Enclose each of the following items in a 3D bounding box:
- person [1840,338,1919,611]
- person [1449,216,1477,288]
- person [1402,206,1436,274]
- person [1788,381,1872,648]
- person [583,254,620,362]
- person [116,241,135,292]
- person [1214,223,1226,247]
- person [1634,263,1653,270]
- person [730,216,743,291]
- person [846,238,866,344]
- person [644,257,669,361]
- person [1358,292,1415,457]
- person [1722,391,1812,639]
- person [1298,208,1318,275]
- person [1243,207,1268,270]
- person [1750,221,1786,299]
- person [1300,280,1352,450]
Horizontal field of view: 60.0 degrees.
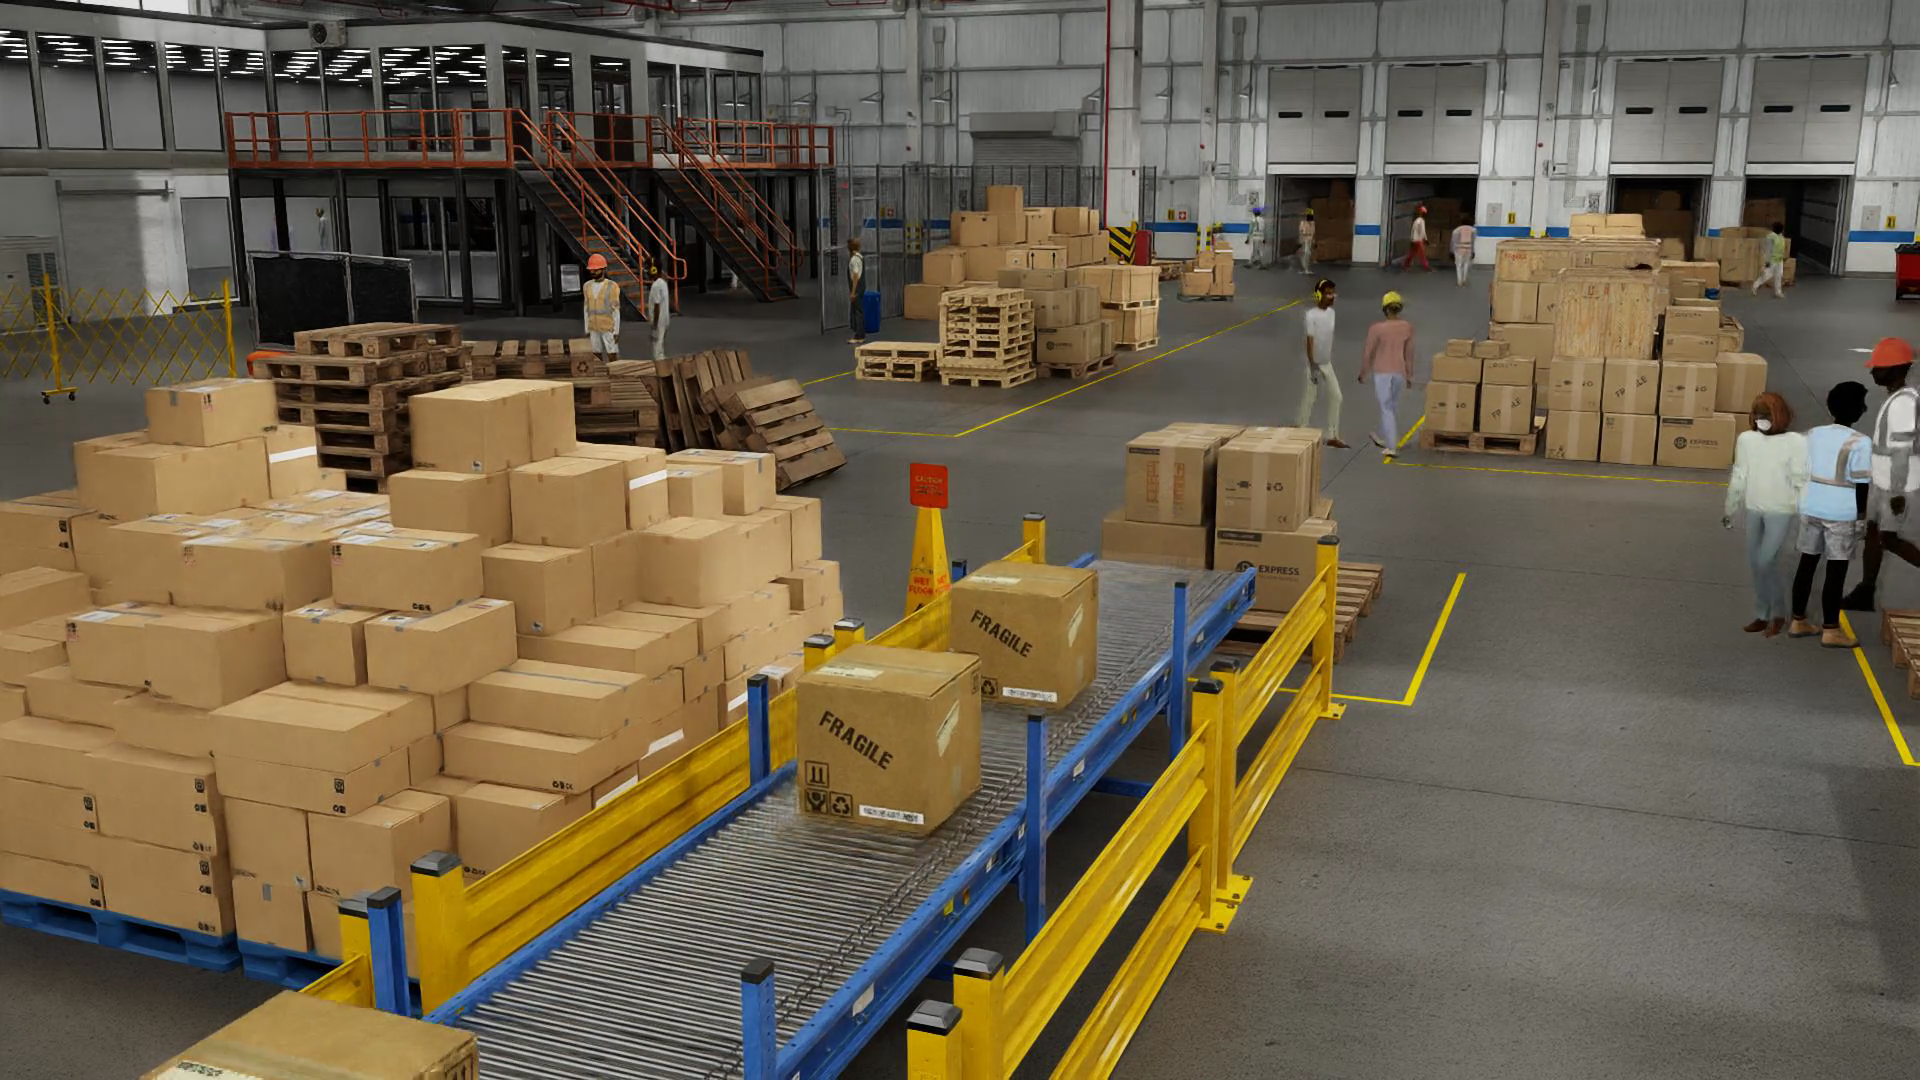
[{"bbox_3d":[6.393,-0.403,11.204,0.742,1.911,0.556,6,14,26],"label":"person"},{"bbox_3d":[12.949,-7.453,43.005,0.654,1.819,0.756,-1,13,-3],"label":"person"},{"bbox_3d":[13.443,-8.764,48.623,1.024,1.940,0.623,7,14,27],"label":"person"},{"bbox_3d":[5.557,-0.164,10.598,0.322,1.697,0.533,-4,13,-16],"label":"person"},{"bbox_3d":[-4.703,-2.776,21.804,0.542,1.928,0.397,5,13,21],"label":"person"},{"bbox_3d":[-17.715,-5.623,35.205,0.497,1.633,0.285,-2,13,-11],"label":"person"},{"bbox_3d":[6.456,-7.010,41.314,0.416,1.700,0.646,7,15,30],"label":"person"},{"bbox_3d":[8.149,-2.386,20.104,0.446,1.897,0.617,-2,13,-9],"label":"person"},{"bbox_3d":[-5.662,-7.180,41.691,0.537,1.869,0.600,-12,17,-43],"label":"person"},{"bbox_3d":[-1.812,-4.329,28.954,0.328,1.840,0.516,2,13,10],"label":"person"},{"bbox_3d":[-4.074,-2.850,22.291,0.346,1.859,0.505,0,13,-2],"label":"person"},{"bbox_3d":[4.537,-1.784,17.822,0.531,1.721,0.907,-4,13,-16],"label":"person"},{"bbox_3d":[5.233,-0.164,10.806,0.432,1.614,0.512,-6,14,-25],"label":"person"},{"bbox_3d":[10.056,-8.535,47.674,0.621,1.896,0.808,-11,17,-41],"label":"person"},{"bbox_3d":[8.991,-9.115,50.334,0.600,1.898,1.018,-11,17,-40],"label":"person"},{"bbox_3d":[19.137,-6.603,39.202,0.637,1.820,0.749,-8,15,-33],"label":"person"},{"bbox_3d":[3.957,-1.869,17.914,0.541,1.838,0.791,-10,16,-37],"label":"person"}]
